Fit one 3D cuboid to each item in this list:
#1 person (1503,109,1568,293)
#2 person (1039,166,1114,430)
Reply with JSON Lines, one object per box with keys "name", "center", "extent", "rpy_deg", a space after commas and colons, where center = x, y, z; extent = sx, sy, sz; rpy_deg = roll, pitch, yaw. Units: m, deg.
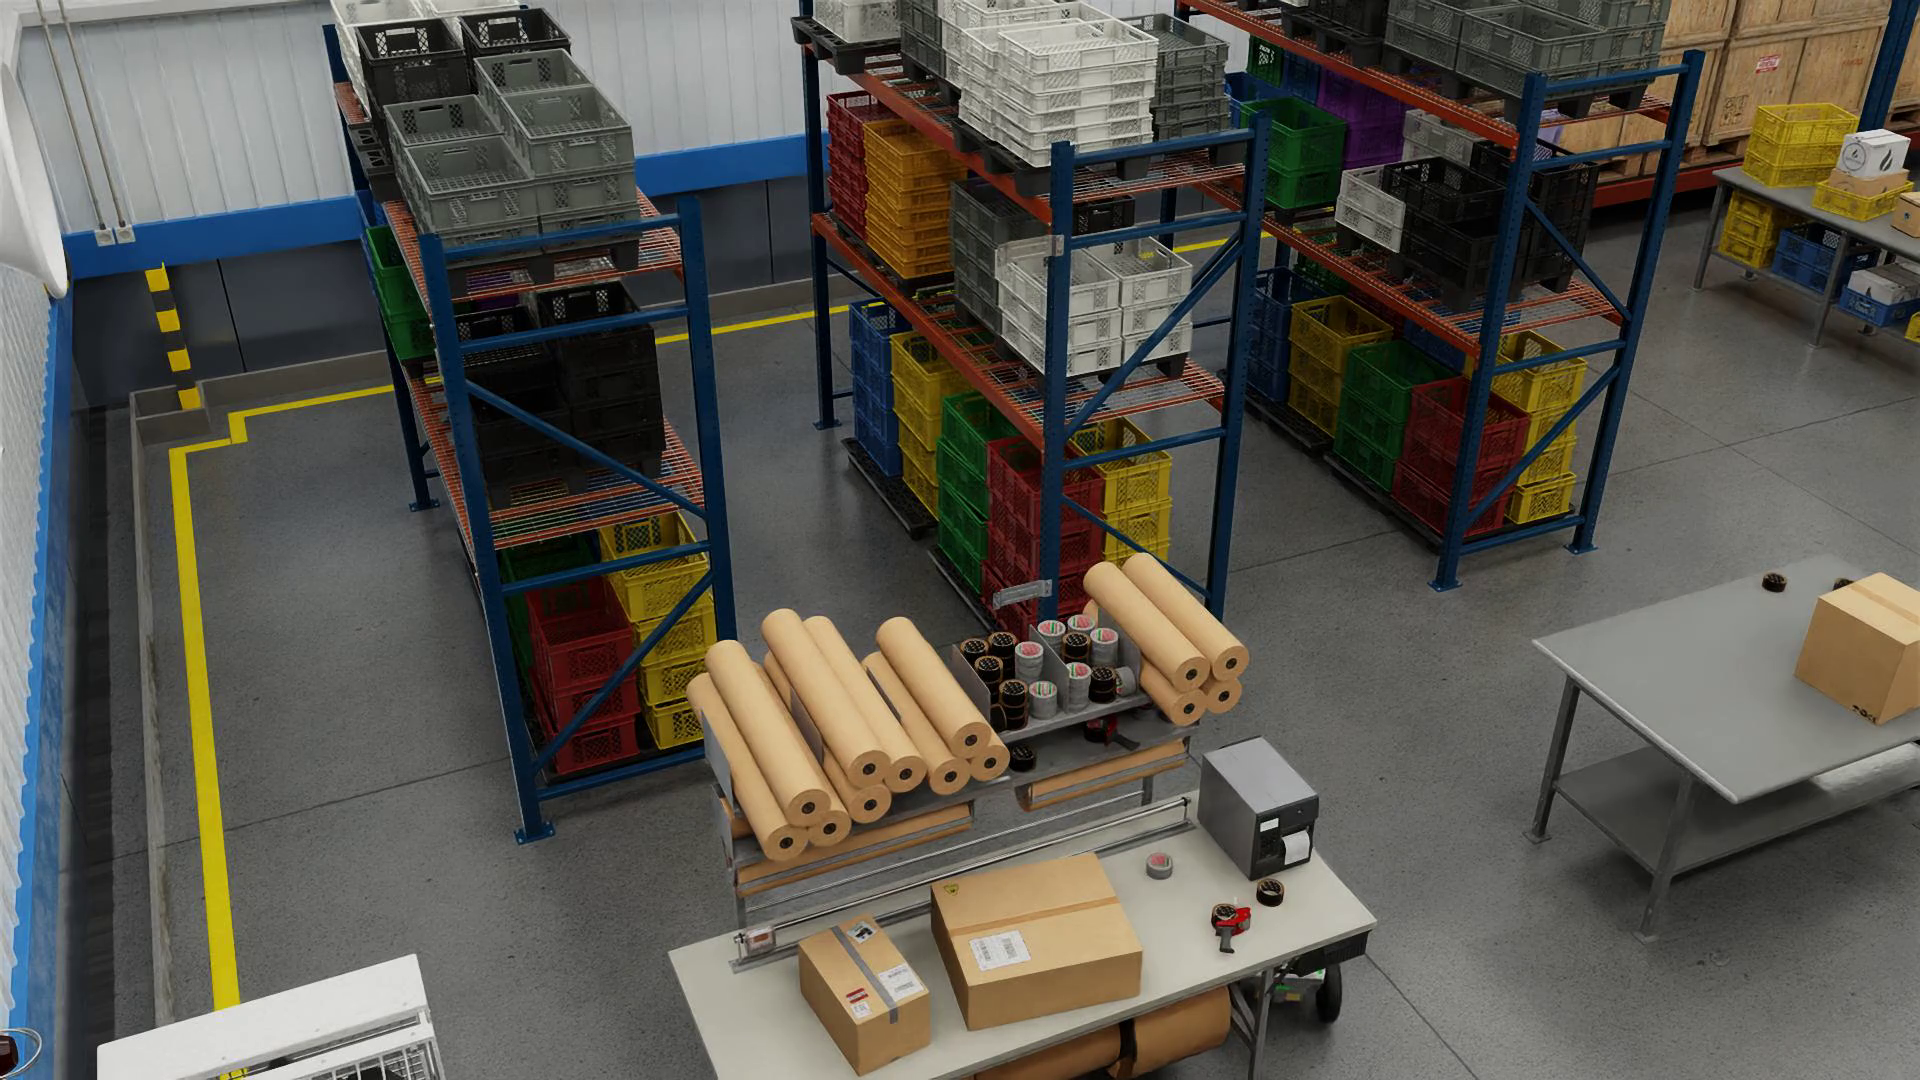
{"name": "person", "center": [4.359, -2.810, 12.931], "extent": [0.632, 1.940, 0.372], "rpy_deg": [-18, 36, -27]}
{"name": "person", "center": [0.744, -1.556, 10.945], "extent": [0.575, 1.883, 0.362], "rpy_deg": [-13, 34, -20]}
